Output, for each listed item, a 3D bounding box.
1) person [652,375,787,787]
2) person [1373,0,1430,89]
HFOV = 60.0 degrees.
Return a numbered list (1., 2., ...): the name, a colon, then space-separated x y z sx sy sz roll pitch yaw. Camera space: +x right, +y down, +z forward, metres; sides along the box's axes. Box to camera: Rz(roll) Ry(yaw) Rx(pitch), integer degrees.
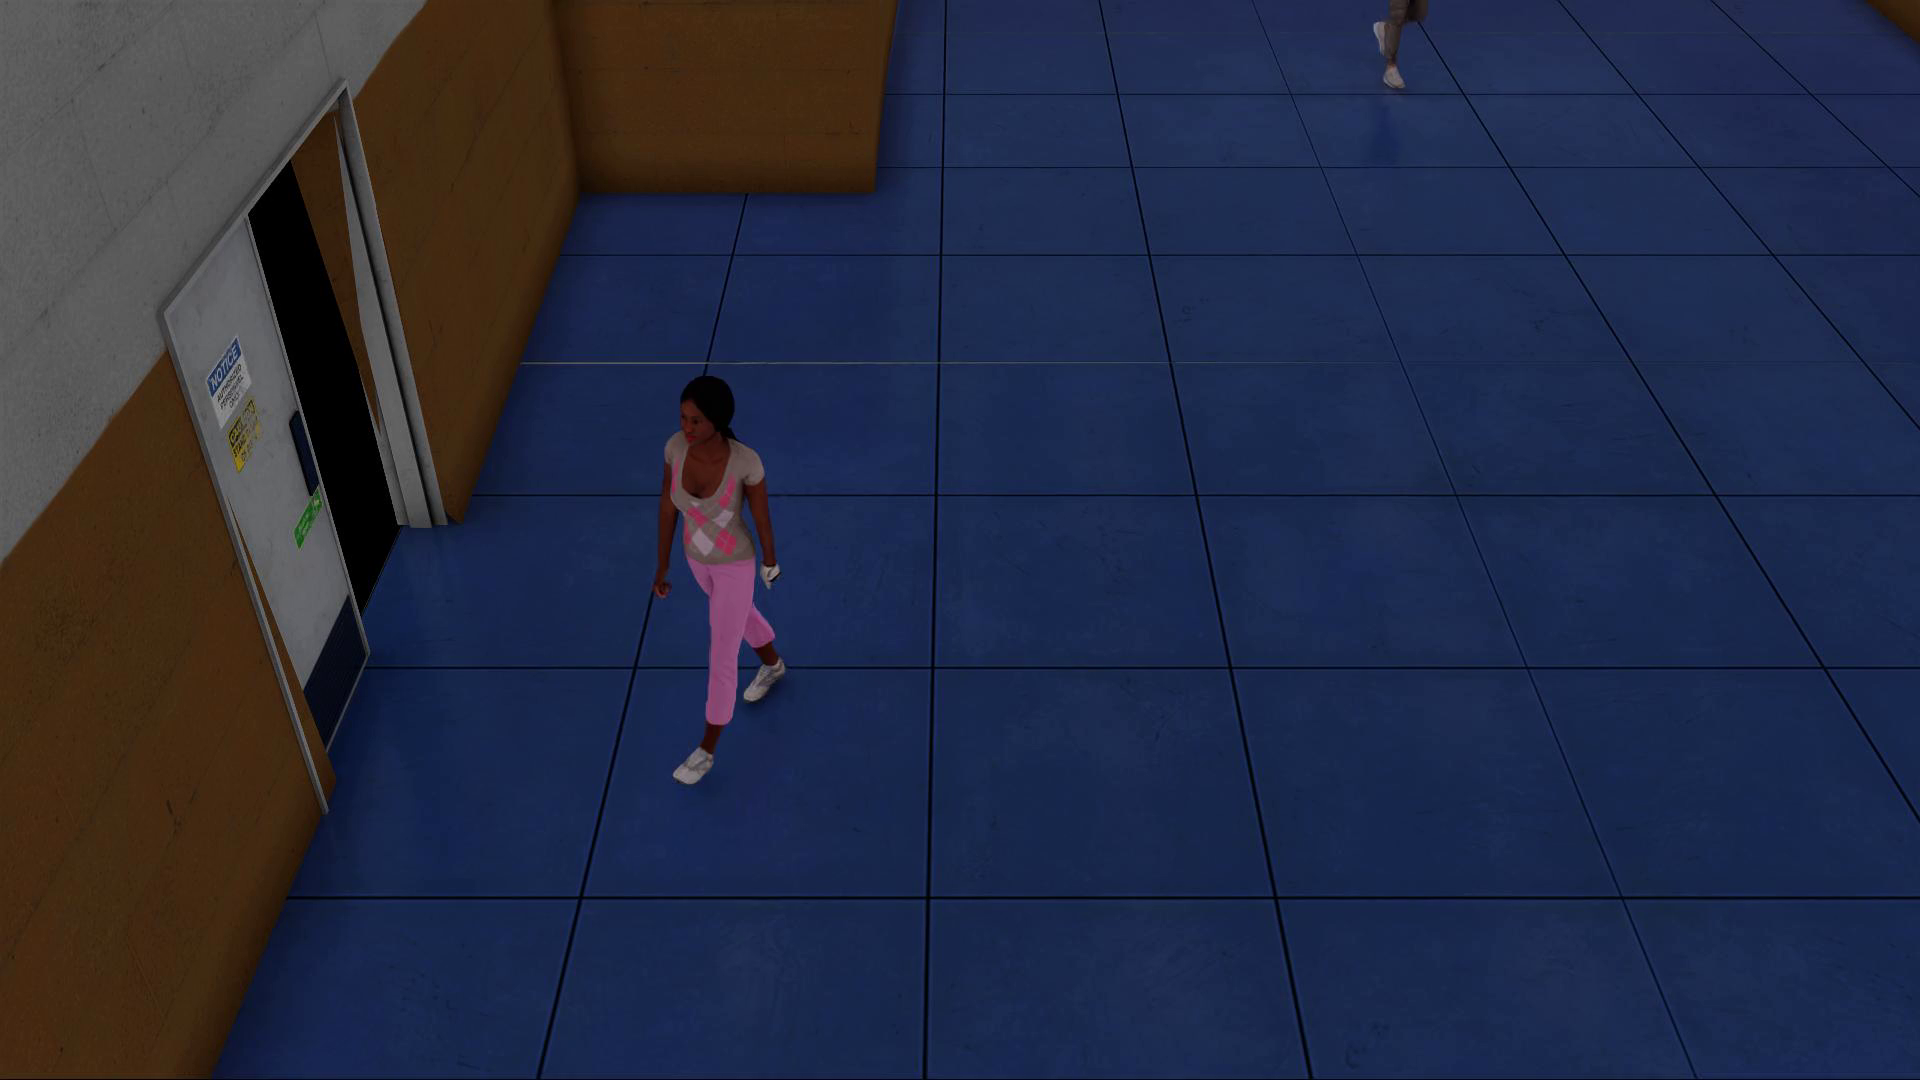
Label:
1. person: -0.906 0.061 6.714 1.129 1.698 0.995 19 41 23
2. person: 3.356 -4.373 12.517 0.959 1.824 0.886 -9 38 -11
